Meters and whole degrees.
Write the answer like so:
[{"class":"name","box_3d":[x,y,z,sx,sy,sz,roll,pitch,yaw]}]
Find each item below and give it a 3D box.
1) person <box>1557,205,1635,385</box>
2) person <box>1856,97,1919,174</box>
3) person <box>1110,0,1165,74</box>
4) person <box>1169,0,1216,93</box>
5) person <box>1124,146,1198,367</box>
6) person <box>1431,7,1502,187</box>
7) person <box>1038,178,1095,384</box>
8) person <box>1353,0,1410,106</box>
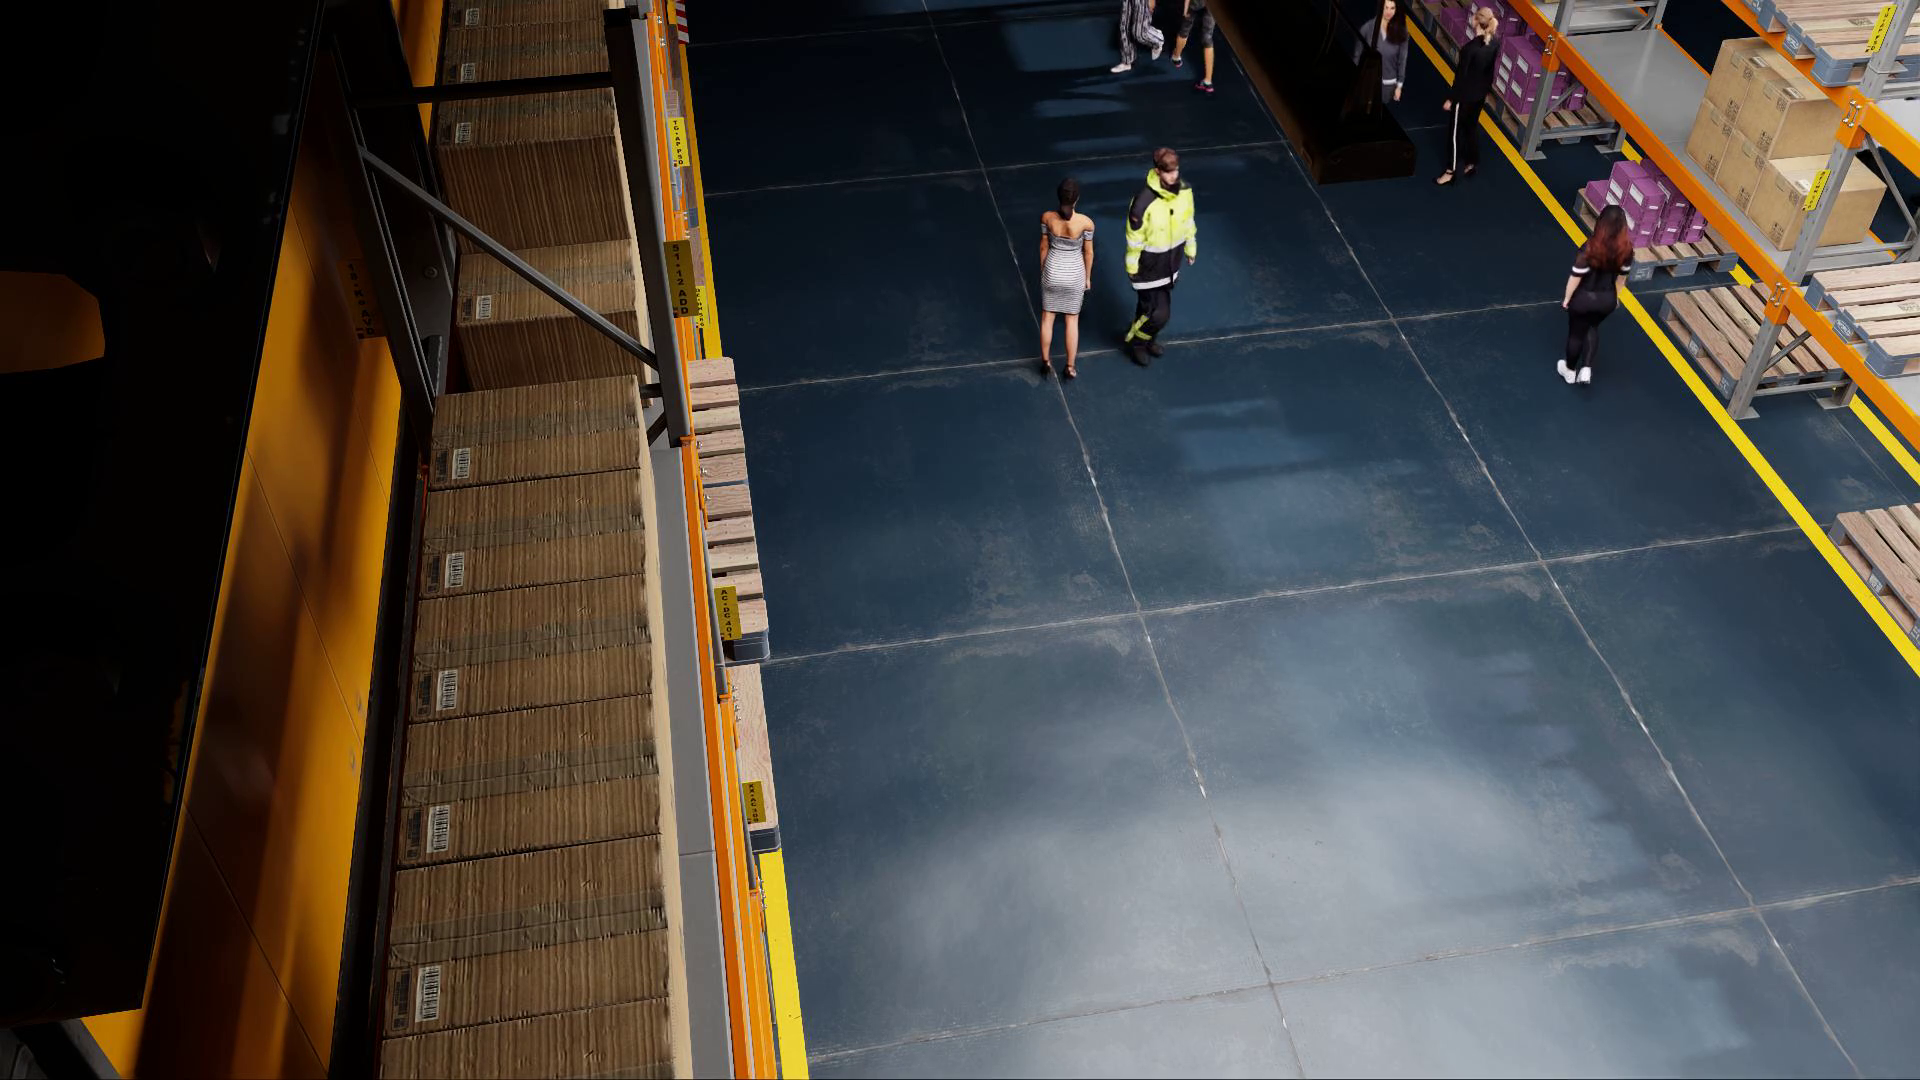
[{"class":"person","box_3d":[4.960,-1.843,12.968,0.644,1.632,0.741,-3,44,-3]},{"class":"person","box_3d":[8.732,-4.171,15.399,0.603,1.647,0.532,-1,44,-1]},{"class":"person","box_3d":[1.860,-5.552,16.835,0.967,1.668,0.943,-31,51,-28]},{"class":"person","box_3d":[2.474,-5.295,16.564,0.693,1.669,1.159,-15,46,-15]},{"class":"person","box_3d":[1.494,-2.293,13.203,0.941,1.958,0.914,33,53,30]},{"class":"person","box_3d":[4.683,-4.029,15.217,0.740,1.695,0.721,-32,52,-29]},{"class":"person","box_3d":[0.800,-2.017,13.016,0.652,1.817,0.644,8,44,9]},{"class":"person","box_3d":[3.856,-4.286,15.462,0.808,1.728,1.108,3,44,3]}]
